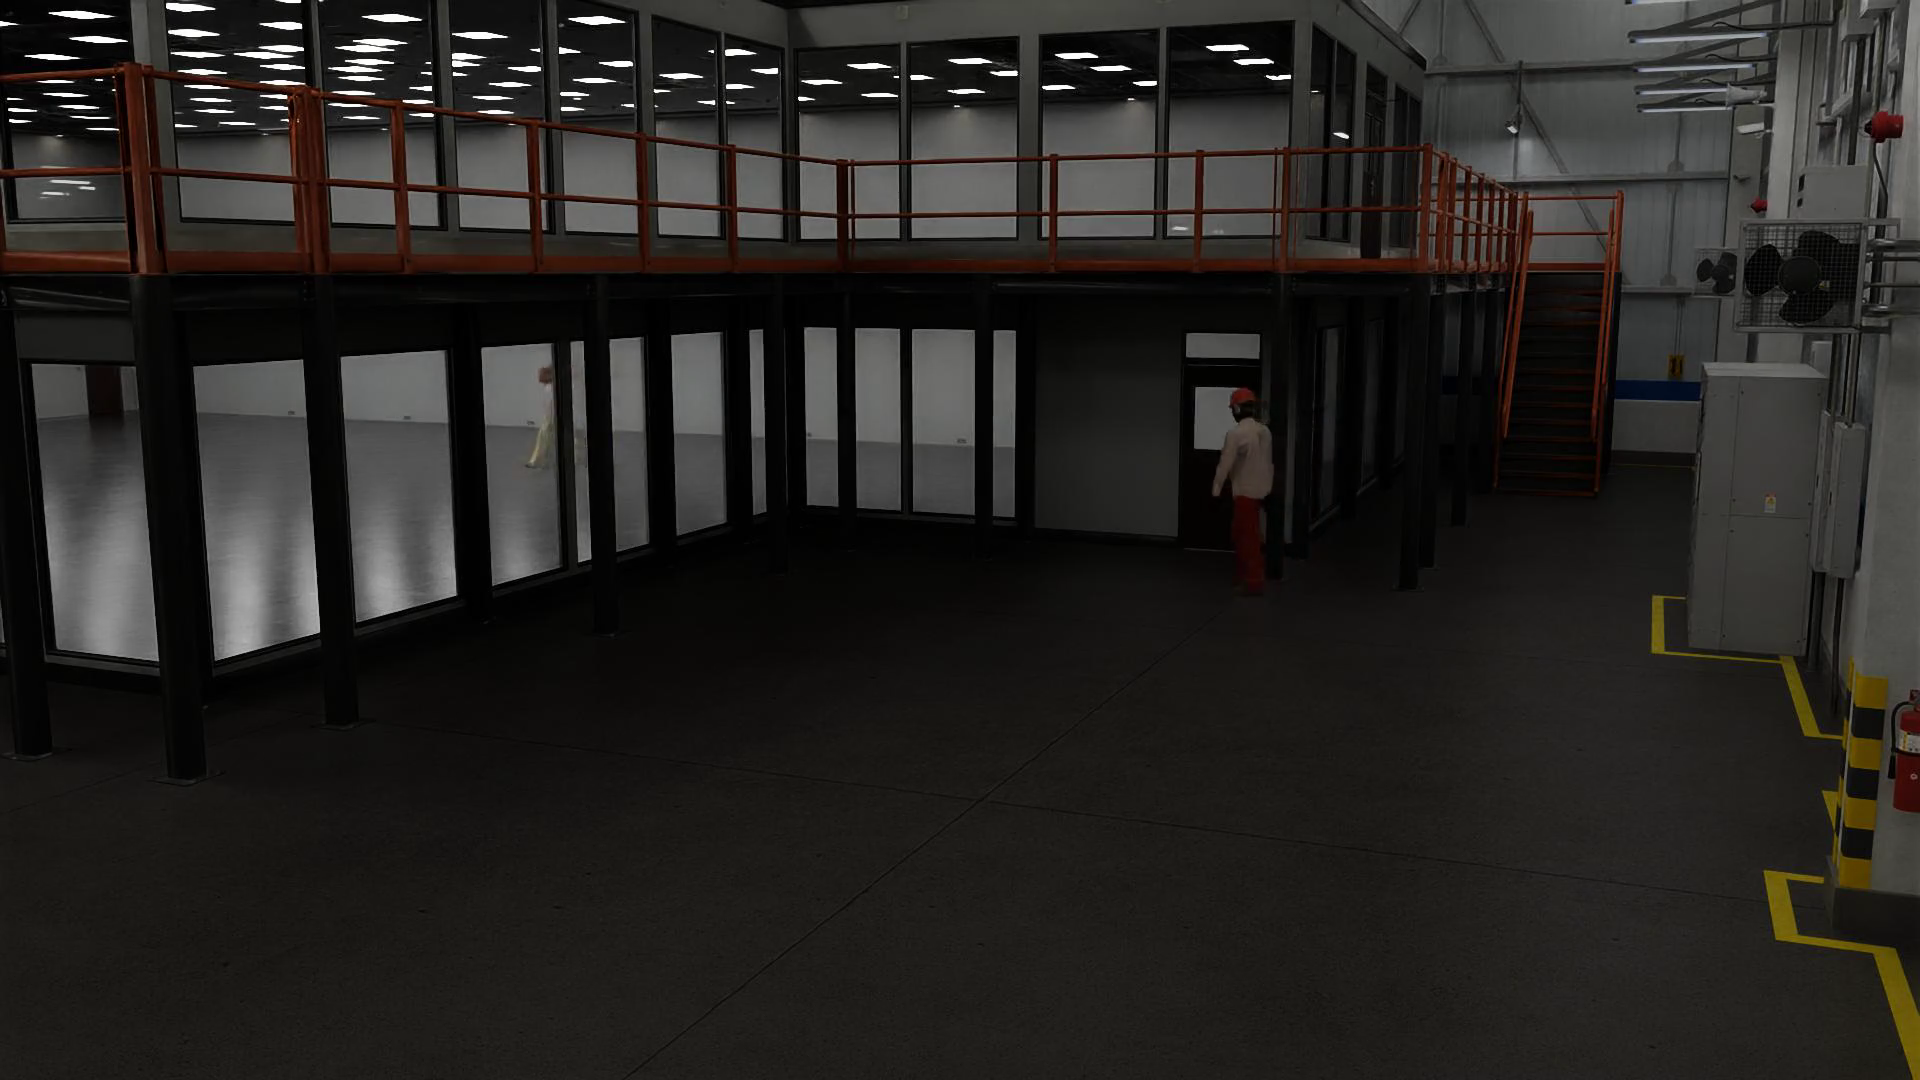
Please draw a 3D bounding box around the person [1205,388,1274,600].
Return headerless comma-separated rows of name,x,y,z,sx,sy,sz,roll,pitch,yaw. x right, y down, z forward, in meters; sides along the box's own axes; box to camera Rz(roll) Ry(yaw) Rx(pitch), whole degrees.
person,2.623,-0.430,15.532,0.682,1.955,0.651,7,12,39
